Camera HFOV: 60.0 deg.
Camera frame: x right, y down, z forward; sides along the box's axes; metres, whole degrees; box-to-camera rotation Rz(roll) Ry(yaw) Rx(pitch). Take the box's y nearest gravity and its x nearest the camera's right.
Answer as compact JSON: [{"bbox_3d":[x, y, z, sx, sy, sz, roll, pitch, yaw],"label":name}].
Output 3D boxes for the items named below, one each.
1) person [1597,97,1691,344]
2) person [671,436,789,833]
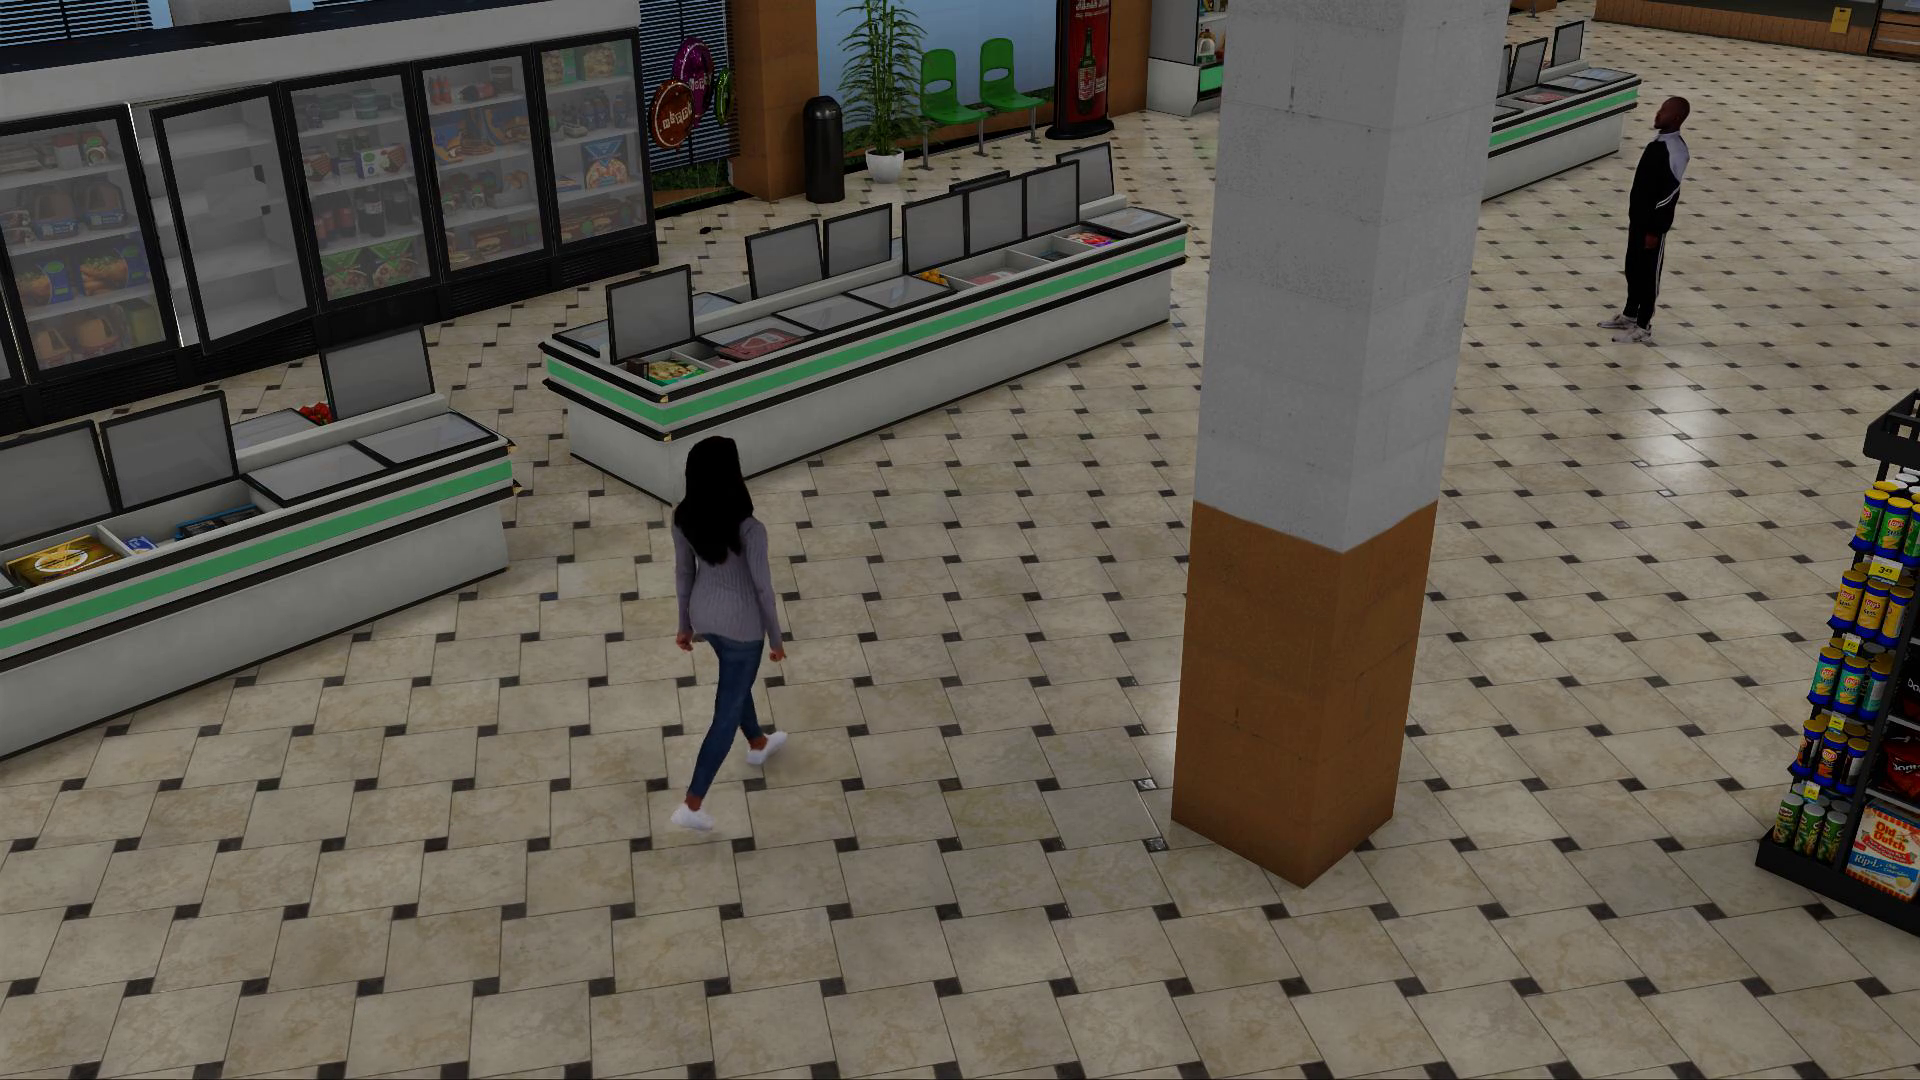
[{"bbox_3d":[5.187,-2.406,12.452,0.788,1.828,0.723,1,27,1],"label":"person"},{"bbox_3d":[-1.034,0.428,7.010,0.868,1.696,1.236,14,30,26],"label":"person"}]
